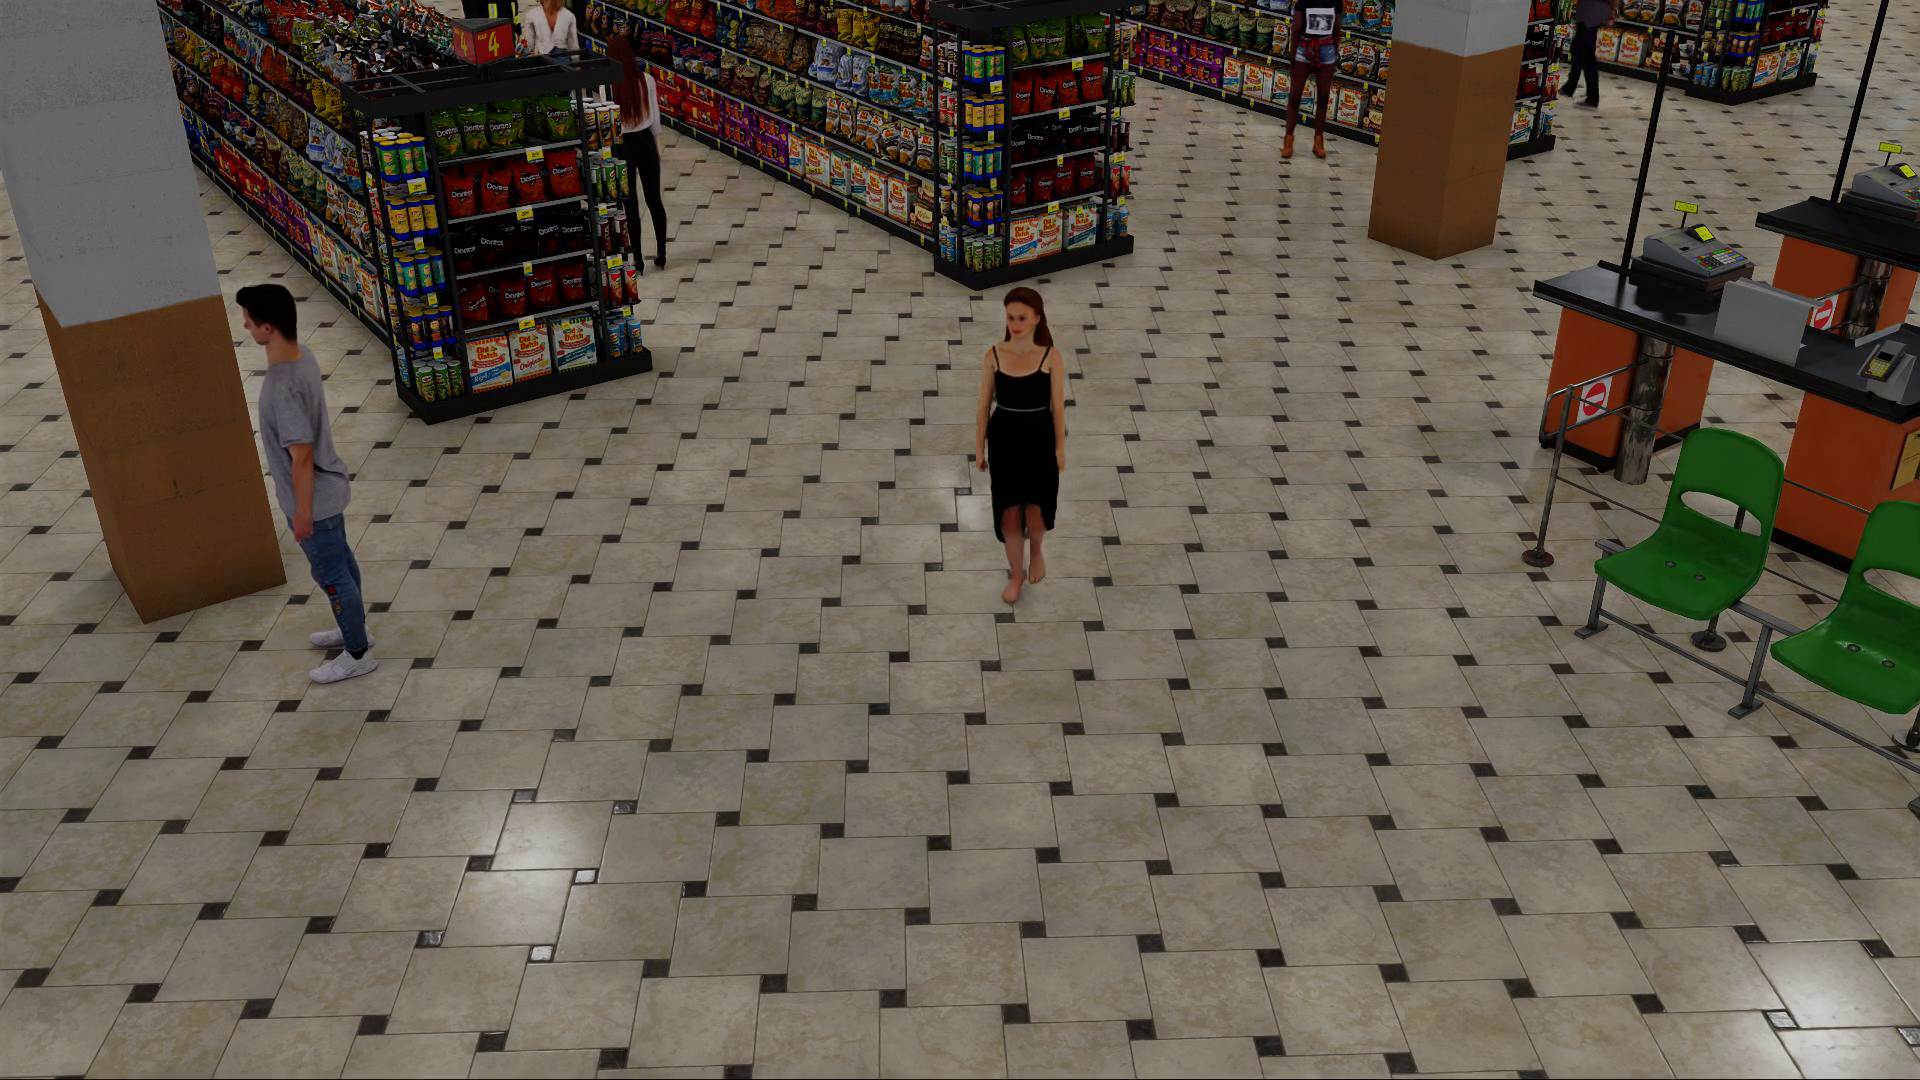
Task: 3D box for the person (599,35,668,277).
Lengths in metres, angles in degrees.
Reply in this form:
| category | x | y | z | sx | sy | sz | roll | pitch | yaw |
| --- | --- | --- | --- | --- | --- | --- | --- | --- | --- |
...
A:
| category | x | y | z | sx | sy | sz | roll | pitch | yaw |
| --- | --- | --- | --- | --- | --- | --- | --- | --- | --- |
| person | -2.402 | -2.830 | 12.284 | 0.583 | 1.760 | 0.486 | -18 | 33 | -29 |

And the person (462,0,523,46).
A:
| category | x | y | z | sx | sy | sz | roll | pitch | yaw |
| --- | --- | --- | --- | --- | --- | --- | --- | --- | --- |
| person | -4.470 | -4.896 | 15.965 | 0.806 | 1.858 | 0.824 | 20 | 34 | 32 |

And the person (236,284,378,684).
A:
| category | x | y | z | sx | sy | sz | roll | pitch | yaw |
| --- | --- | --- | --- | --- | --- | --- | --- | --- | --- |
| person | -2.894 | -0.253 | 7.432 | 0.801 | 1.886 | 0.635 | -8 | 30 | -14 |

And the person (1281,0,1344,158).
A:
| category | x | y | z | sx | sy | sz | roll | pitch | yaw |
| --- | --- | --- | --- | --- | --- | --- | --- | --- | --- |
| person | 3.213 | -4.348 | 15.103 | 0.712 | 1.724 | 0.756 | 1 | 29 | 1 |

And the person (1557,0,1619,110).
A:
| category | x | y | z | sx | sy | sz | roll | pitch | yaw |
| --- | --- | --- | --- | --- | --- | --- | --- | --- | --- |
| person | 6.399 | -5.236 | 16.621 | 0.739 | 1.827 | 0.926 | -23 | 36 | -36 |

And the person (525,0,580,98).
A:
| category | x | y | z | sx | sy | sz | roll | pitch | yaw |
| --- | --- | --- | --- | --- | --- | --- | --- | --- | --- |
| person | -3.557 | -4.071 | 14.644 | 0.792 | 1.676 | 1.211 | -11 | 30 | -19 |

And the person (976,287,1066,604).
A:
| category | x | y | z | sx | sy | sz | roll | pitch | yaw |
| --- | --- | --- | --- | --- | --- | --- | --- | --- | --- |
| person | 0.326 | -0.476 | 8.130 | 0.744 | 1.610 | 0.805 | 6 | 29 | 11 |
